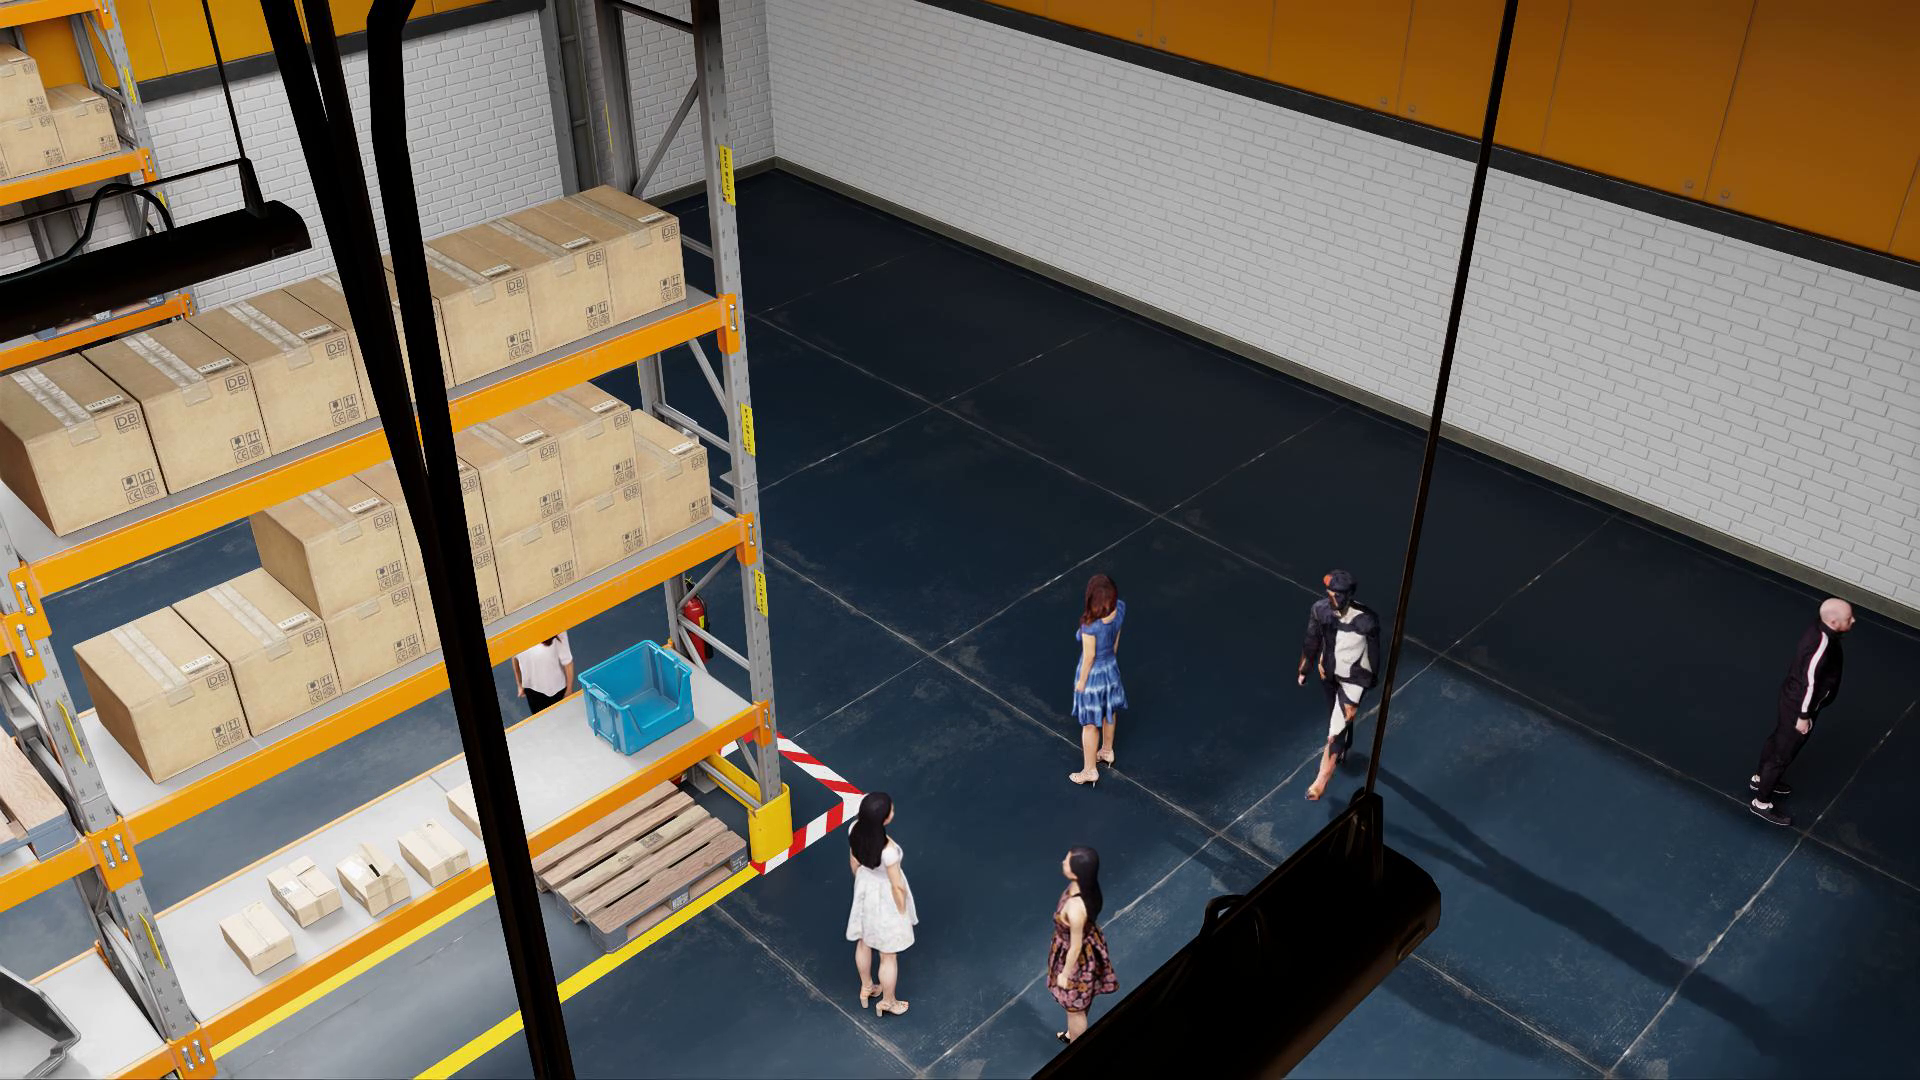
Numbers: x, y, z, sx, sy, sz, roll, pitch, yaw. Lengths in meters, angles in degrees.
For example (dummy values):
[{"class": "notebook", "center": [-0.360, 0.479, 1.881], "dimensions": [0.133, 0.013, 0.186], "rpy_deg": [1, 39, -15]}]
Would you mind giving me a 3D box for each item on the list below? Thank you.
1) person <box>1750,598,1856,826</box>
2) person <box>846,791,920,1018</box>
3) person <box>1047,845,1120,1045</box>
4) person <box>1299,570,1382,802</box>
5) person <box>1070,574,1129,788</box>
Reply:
[{"class": "person", "center": [5.952, 1.163, 11.797], "dimensions": [0.802, 1.837, 0.645], "rpy_deg": [14, 36, 20]}, {"class": "person", "center": [-0.495, 2.238, 10.238], "dimensions": [0.609, 1.774, 0.629], "rpy_deg": [-29, 43, -36]}, {"class": "person", "center": [0.686, 2.475, 9.880], "dimensions": [0.856, 1.774, 0.776], "rpy_deg": [8, 34, 11]}, {"class": "person", "center": [2.843, 0.958, 12.108], "dimensions": [0.749, 1.836, 1.103], "rpy_deg": [19, 38, 26]}, {"class": "person", "center": [0.988, 1.010, 12.057], "dimensions": [0.759, 1.806, 0.555], "rpy_deg": [22, 39, 29]}]
